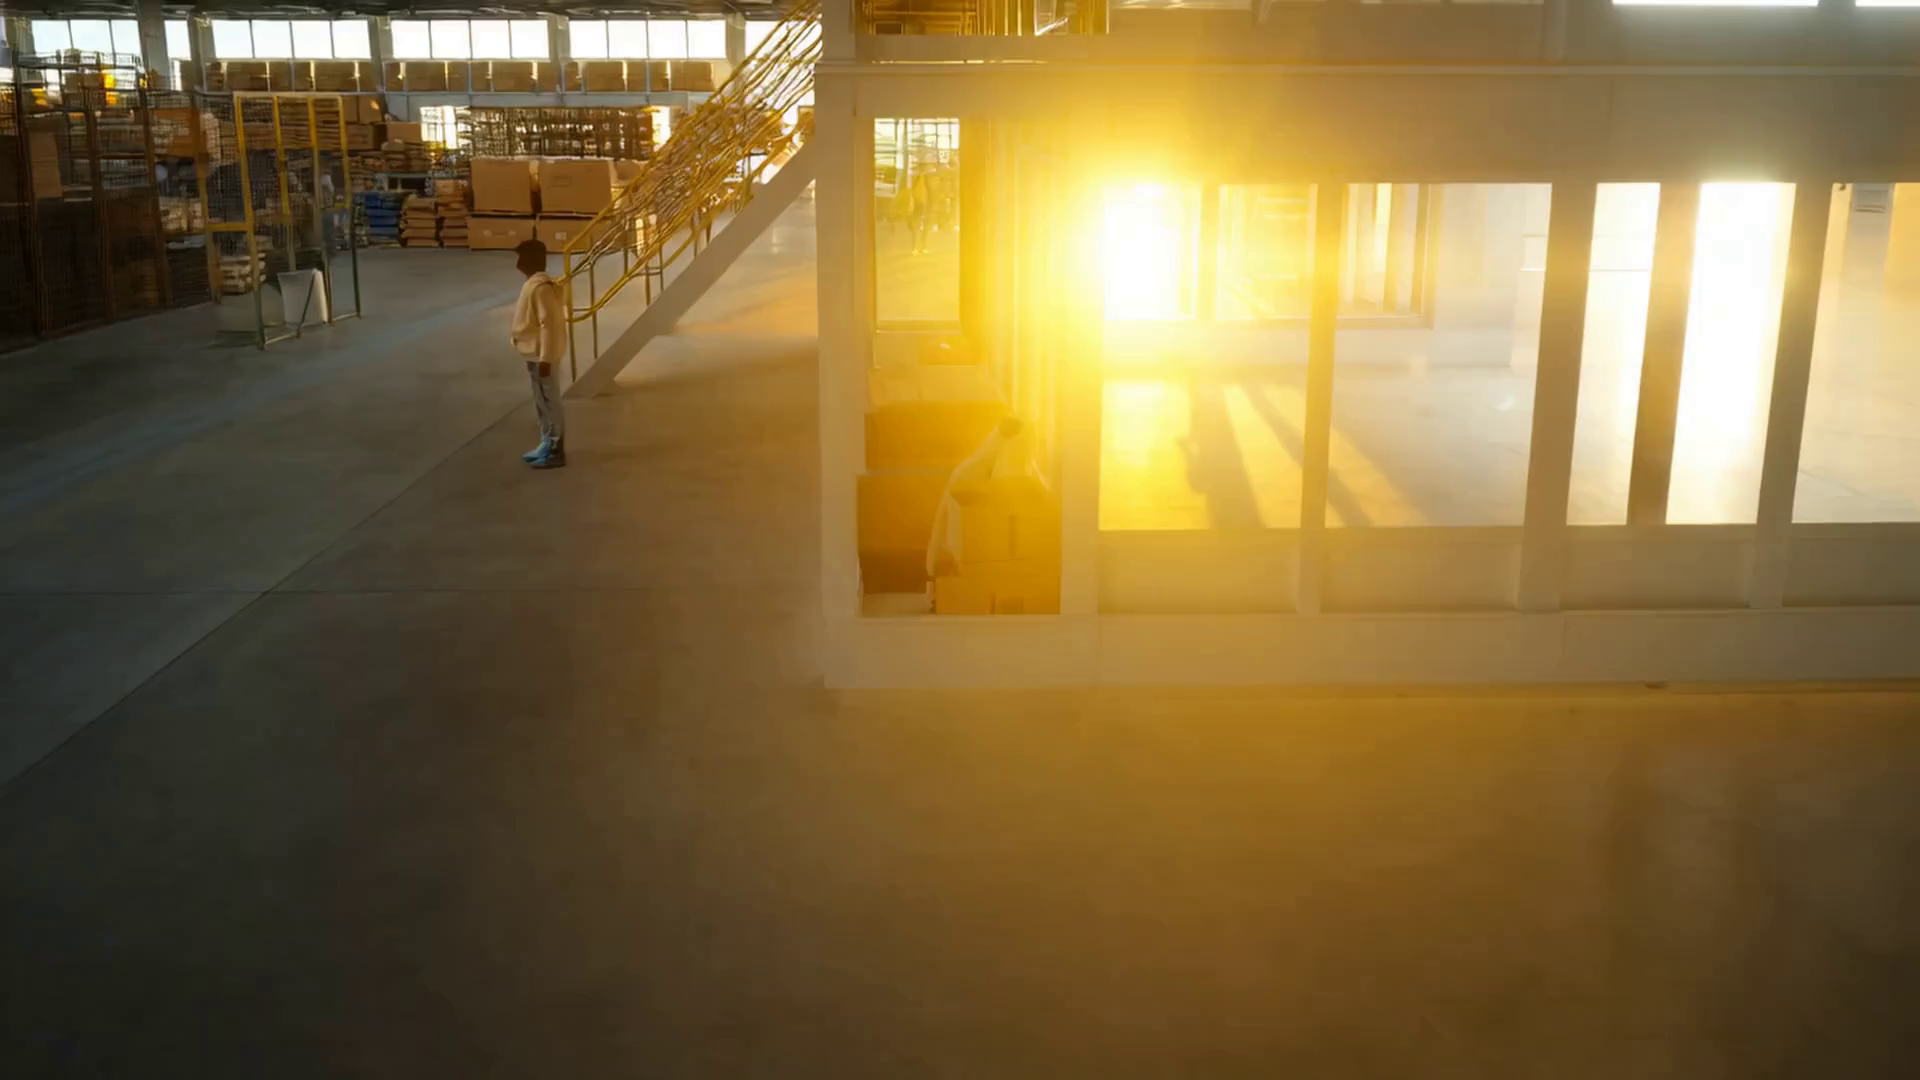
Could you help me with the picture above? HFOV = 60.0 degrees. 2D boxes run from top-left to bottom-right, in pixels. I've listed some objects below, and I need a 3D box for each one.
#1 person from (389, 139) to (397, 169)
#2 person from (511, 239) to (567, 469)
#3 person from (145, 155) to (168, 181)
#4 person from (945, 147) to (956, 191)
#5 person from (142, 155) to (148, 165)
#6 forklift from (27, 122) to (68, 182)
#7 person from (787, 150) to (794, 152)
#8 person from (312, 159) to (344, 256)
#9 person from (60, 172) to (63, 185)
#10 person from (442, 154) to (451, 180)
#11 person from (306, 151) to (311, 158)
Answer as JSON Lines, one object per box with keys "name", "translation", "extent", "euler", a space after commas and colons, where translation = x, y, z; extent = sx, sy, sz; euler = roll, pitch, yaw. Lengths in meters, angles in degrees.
{"name": "person", "translation": [-27.972, -18.775, 82.170], "extent": [0.612, 1.994, 0.394], "euler": [13, 19, 43]}
{"name": "person", "translation": [-3.394, -1.502, 13.443], "extent": [0.430, 1.845, 0.624], "euler": [-5, 15, -20]}
{"name": "person", "translation": [-24.248, -10.702, 50.271], "extent": [0.617, 1.808, 0.469], "euler": [-2, 14, -7]}
{"name": "person", "translation": [-0.401, -15.562, 69.690], "extent": [0.536, 1.817, 0.598], "euler": [10, 17, 34]}
{"name": "person", "translation": [-35.046, -16.195, 71.969], "extent": [0.634, 1.938, 0.355], "euler": [-8, 16, -28]}
{"name": "forklift", "translation": [-35.376, -14.773, 64.377], "extent": [1.129, 2.768, 1.873], "euler": [-1, 14, -2]}
{"name": "person", "translation": [-7.499, -16.736, 74.205], "extent": [0.401, 1.904, 0.651], "euler": [3, 14, 12]}
{"name": "person", "translation": [-13.304, -6.953, 34.851], "extent": [0.558, 2.025, 0.636], "euler": [-10, 17, -35]}
{"name": "person", "translation": [-17.719, -6.371, 32.878], "extent": [0.328, 1.861, 0.501], "euler": [-12, 19, -40]}
{"name": "person", "translation": [-17.136, -12.010, 55.615], "extent": [0.341, 1.758, 0.526], "euler": [-2, 14, -7]}
{"name": "person", "translation": [-25.162, -14.186, 64.425], "extent": [0.537, 1.698, 0.320], "euler": [4, 15, 16]}
